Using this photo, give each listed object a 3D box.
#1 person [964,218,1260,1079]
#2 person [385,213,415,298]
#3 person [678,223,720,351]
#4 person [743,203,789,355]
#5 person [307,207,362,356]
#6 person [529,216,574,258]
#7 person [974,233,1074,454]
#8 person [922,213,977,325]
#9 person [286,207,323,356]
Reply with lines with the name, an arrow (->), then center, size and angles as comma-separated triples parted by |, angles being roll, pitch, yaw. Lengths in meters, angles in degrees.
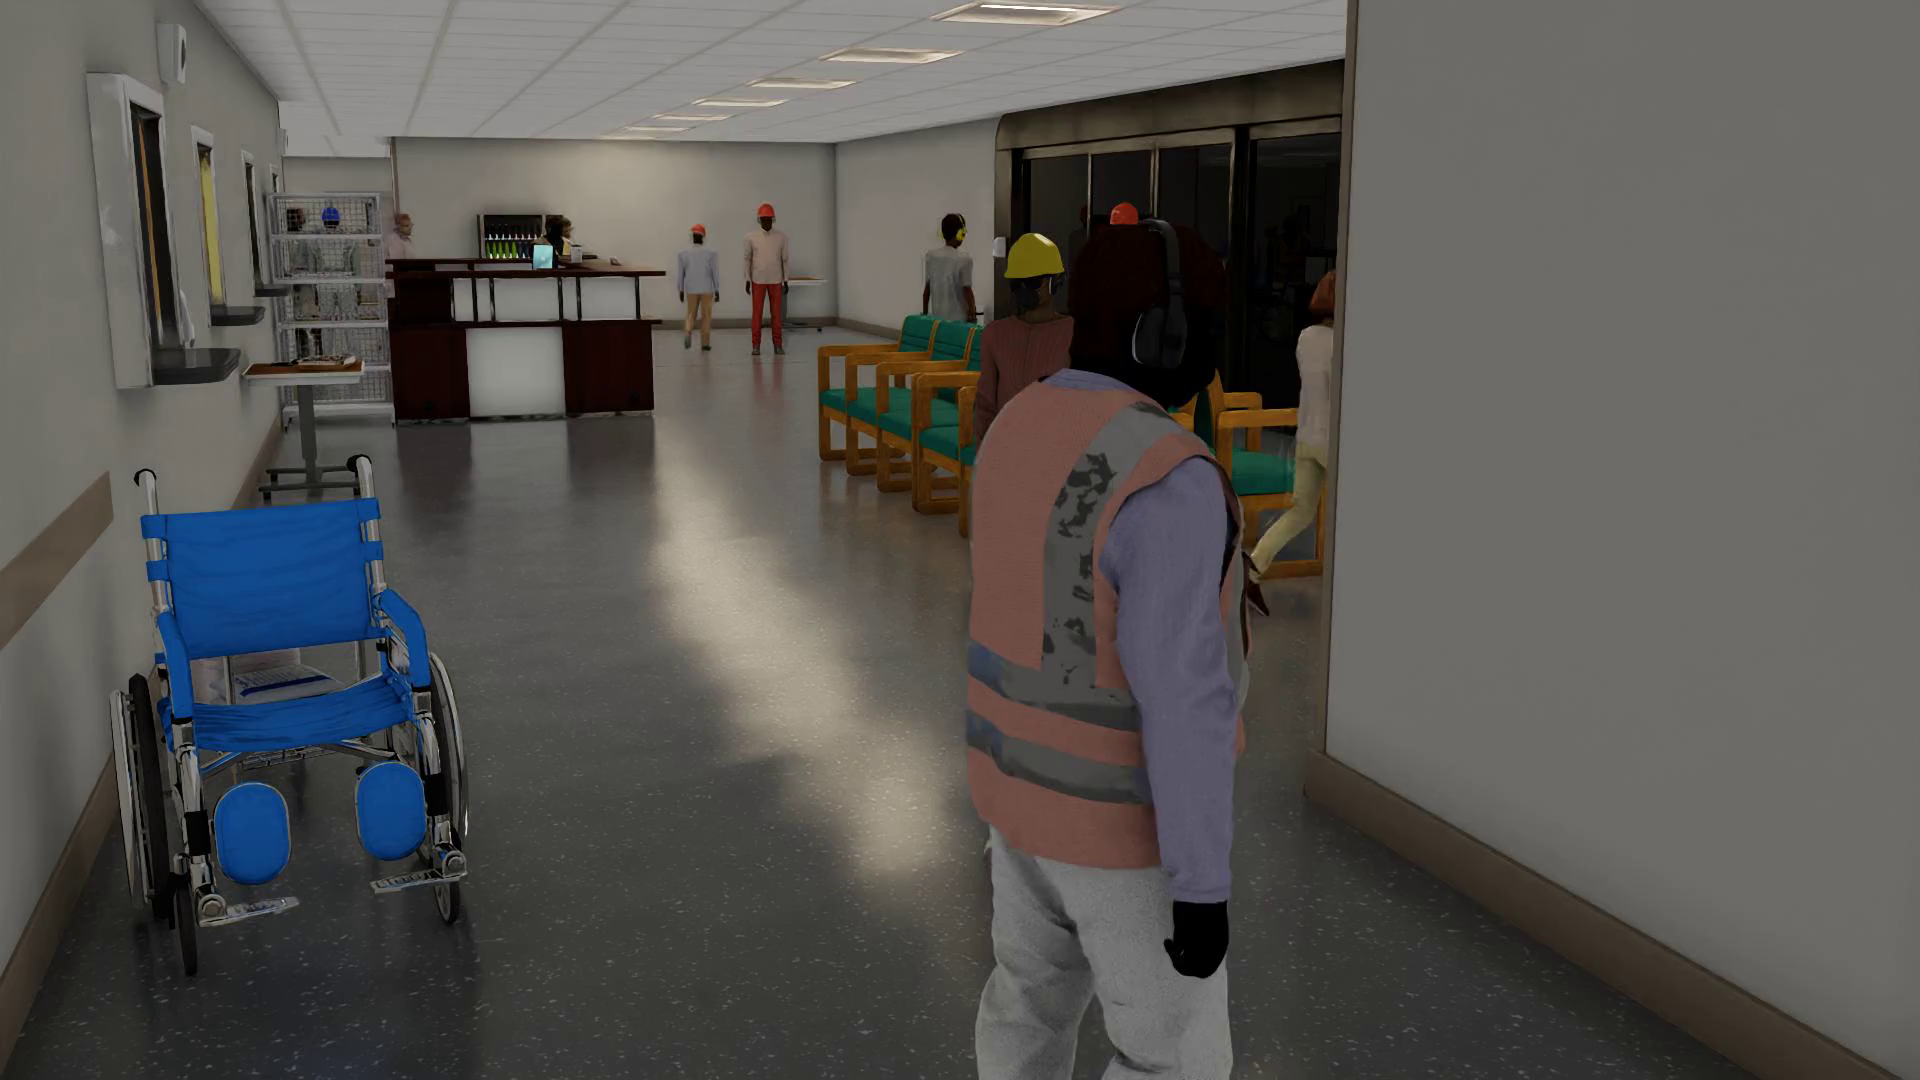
person -> 0.212, 0.430, 2.597 | 0.477, 1.831, 0.654 | -5, 12, -23
person -> -7.635, -3.494, 22.626 | 0.654, 1.866, 0.663 | -1, 11, -3
person -> -3.551, -3.426, 22.615 | 0.572, 1.734, 0.480 | 1, 11, 6
person -> -2.563, -3.452, 22.072 | 0.611, 1.995, 0.375 | -3, 11, -14
person -> -7.506, -3.021, 20.015 | 0.605, 1.939, 0.420 | -3, 11, -13
person -> -4.984, -3.070, 20.534 | 0.626, 1.838, 0.430 | -11, 15, -44
person -> 0.294, -0.297, 6.475 | 0.534, 1.767, 0.317 | 5, 12, 24
person -> -0.070, -1.853, 14.223 | 0.519, 1.852, 0.408 | 9, 14, 39
person -> -8.132, -3.069, 20.272 | 0.799, 1.927, 0.637 | -5, 12, -26
